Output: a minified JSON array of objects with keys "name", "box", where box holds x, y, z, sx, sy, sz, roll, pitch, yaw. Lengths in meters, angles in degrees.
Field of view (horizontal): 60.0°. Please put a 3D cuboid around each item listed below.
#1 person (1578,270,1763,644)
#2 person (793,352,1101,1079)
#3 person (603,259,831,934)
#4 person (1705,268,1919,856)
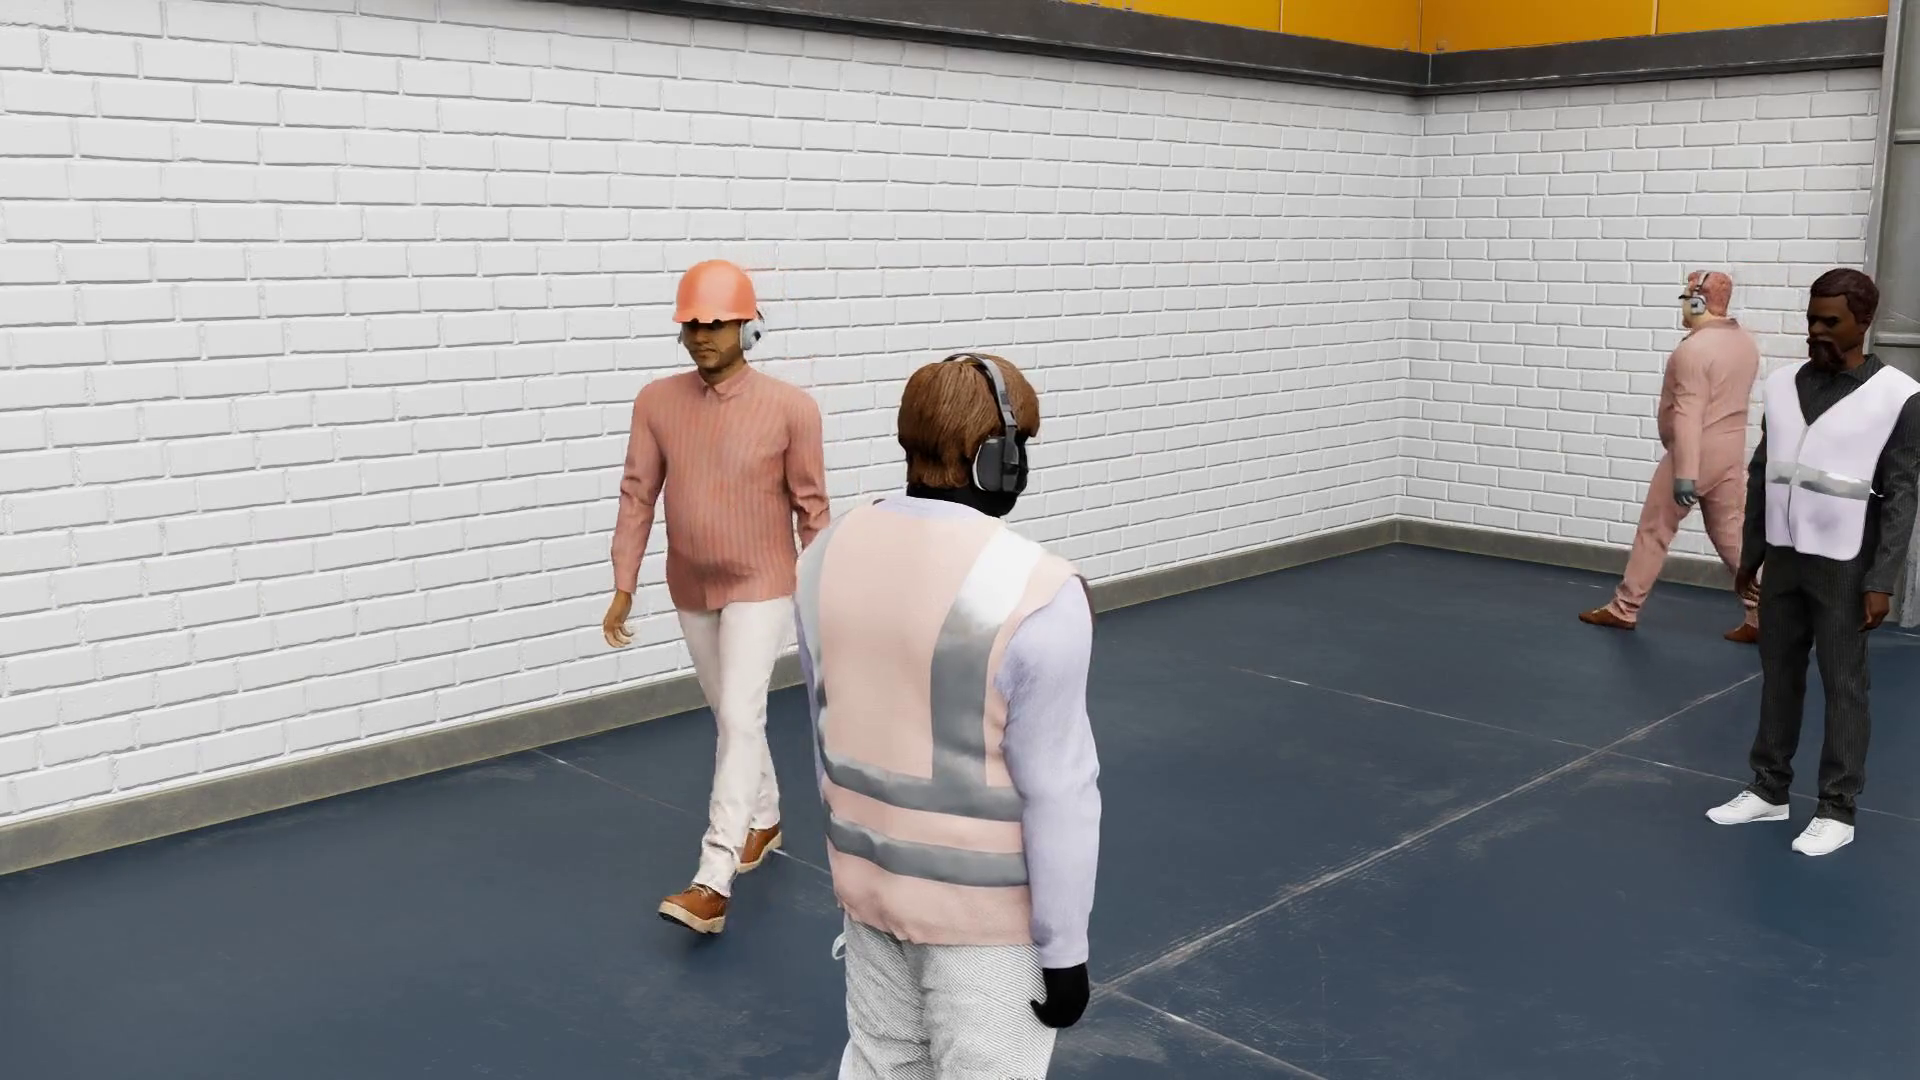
[{"name":"person","box":[3.690,-0.412,8.305,0.658,1.859,0.969,-7,13,-35]},{"name":"person","box":[-0.008,0.602,2.842,0.430,1.836,0.628,-10,14,-43]},{"name":"person","box":[-0.740,0.153,4.967,0.618,1.941,1.015,4,11,21]},{"name":"person","box":[2.853,0.069,5.505,0.391,1.919,0.593,-5,11,-25]}]
